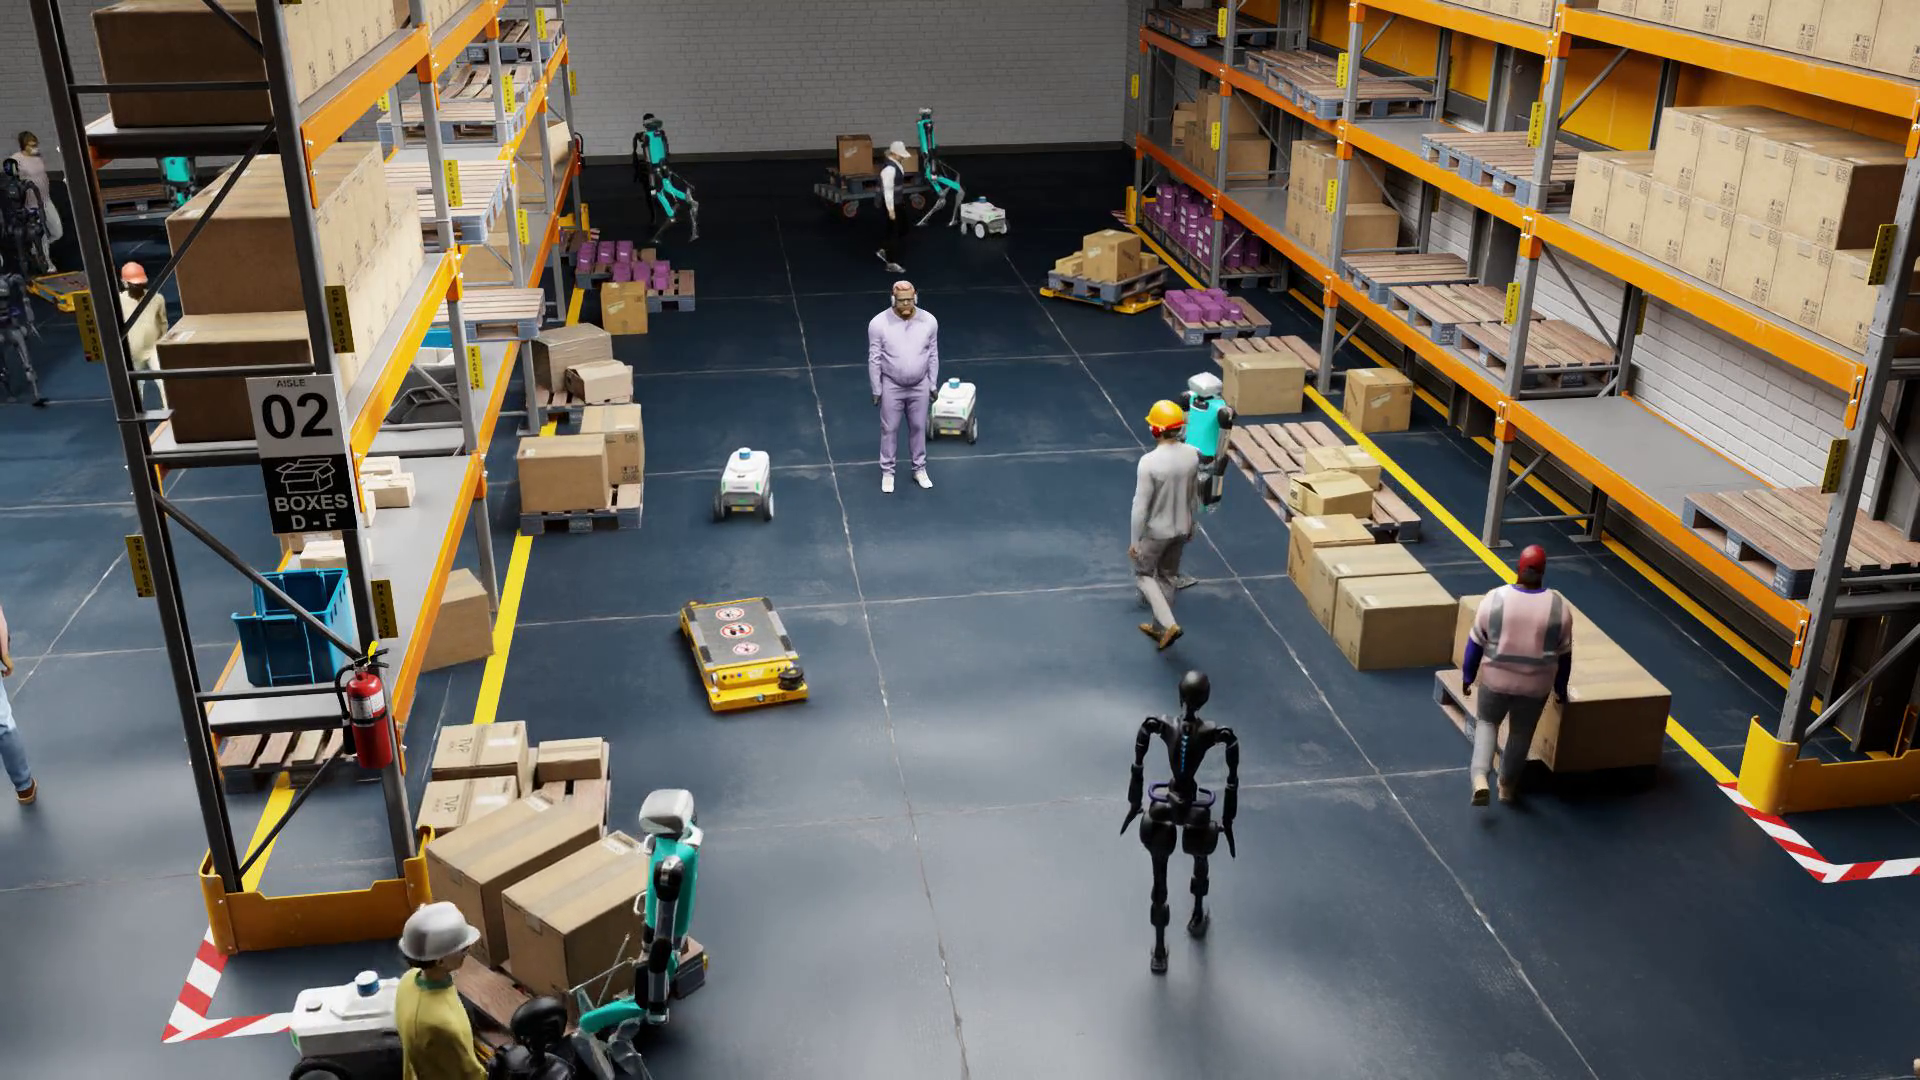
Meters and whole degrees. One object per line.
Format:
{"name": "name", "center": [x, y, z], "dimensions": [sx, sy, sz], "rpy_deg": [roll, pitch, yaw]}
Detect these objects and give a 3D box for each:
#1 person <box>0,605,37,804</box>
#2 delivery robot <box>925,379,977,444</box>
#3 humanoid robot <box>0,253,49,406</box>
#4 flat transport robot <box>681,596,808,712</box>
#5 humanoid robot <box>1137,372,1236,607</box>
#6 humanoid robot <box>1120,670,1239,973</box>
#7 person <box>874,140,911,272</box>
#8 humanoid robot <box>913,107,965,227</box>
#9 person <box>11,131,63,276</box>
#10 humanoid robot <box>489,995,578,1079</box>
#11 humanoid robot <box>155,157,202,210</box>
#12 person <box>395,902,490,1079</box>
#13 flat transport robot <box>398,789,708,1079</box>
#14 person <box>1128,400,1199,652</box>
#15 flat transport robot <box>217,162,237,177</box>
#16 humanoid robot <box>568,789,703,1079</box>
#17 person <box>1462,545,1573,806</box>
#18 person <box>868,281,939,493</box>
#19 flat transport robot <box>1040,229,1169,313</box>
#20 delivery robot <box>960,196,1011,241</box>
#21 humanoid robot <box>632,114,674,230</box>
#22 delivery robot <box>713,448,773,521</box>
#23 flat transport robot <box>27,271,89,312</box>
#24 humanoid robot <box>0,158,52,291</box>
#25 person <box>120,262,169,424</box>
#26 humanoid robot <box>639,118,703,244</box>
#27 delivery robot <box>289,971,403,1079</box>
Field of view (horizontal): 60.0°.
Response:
{"name": "person", "center": [-5.962, 0.732, 9.872], "dimensions": [0.611, 1.990, 0.388], "rpy_deg": [-18, 29, -35]}
{"name": "delivery robot", "center": [-0.061, -1.269, 16.210], "dimensions": [0.499, 0.592, 0.771], "rpy_deg": [3, 24, 8]}
{"name": "humanoid robot", "center": [-9.639, -2.134, 16.814], "dimensions": [0.601, 1.627, 0.741], "rpy_deg": [-22, 32, -40]}
{"name": "flat transport robot", "center": [-1.566, 0.779, 11.904], "dimensions": [0.659, 0.231, 1.431], "rpy_deg": [-7, 25, -16]}
{"name": "humanoid robot", "center": [1.620, -0.322, 12.687], "dimensions": [0.835, 1.859, 0.547], "rpy_deg": [-16, 28, -32]}
{"name": "humanoid robot", "center": [1.147, 1.427, 8.691], "dimensions": [0.606, 1.638, 0.599], "rpy_deg": [5, 24, 12]}
{"name": "person", "center": [-0.876, -4.385, 21.846], "dimensions": [0.534, 1.724, 0.806], "rpy_deg": [6, 25, 14]}
{"name": "humanoid robot", "center": [-0.243, -5.398, 24.189], "dimensions": [0.898, 1.783, 0.578], "rpy_deg": [-6, 24, -14]}
{"name": "person", "center": [-11.970, -4.325, 21.488], "dimensions": [0.523, 1.909, 0.640], "rpy_deg": [3, 24, 7]}
{"name": "humanoid robot", "center": [-1.578, 2.464, 6.326], "dimensions": [0.608, 1.645, 0.376], "rpy_deg": [14, 27, 29]}
{"name": "humanoid robot", "center": [-10.410, -4.660, 22.474], "dimensions": [0.562, 1.723, 1.017], "rpy_deg": [1, 24, 2]}
{"name": "person", "center": [-1.898, 2.234, 6.622], "dimensions": [0.919, 1.849, 0.488], "rpy_deg": [-11, 26, -24]}
{"name": "flat transport robot", "center": [-2.036, 2.310, 8.415], "dimensions": [0.659, 0.231, 1.431], "rpy_deg": [20, 30, 37]}
{"name": "person", "center": [1.483, -0.072, 11.840], "dimensions": [0.581, 1.879, 0.556], "rpy_deg": [-13, 27, -27]}
{"name": "flat transport robot", "center": [-9.941, -4.566, 24.081], "dimensions": [0.659, 0.231, 1.431], "rpy_deg": [-3, 24, -6]}
{"name": "humanoid robot", "center": [-1.505, 1.949, 7.460], "dimensions": [0.784, 1.826, 0.531], "rpy_deg": [-1, 24, -1]}
{"name": "person", "center": [3.319, 0.847, 9.922], "dimensions": [0.615, 1.737, 0.563], "rpy_deg": [8, 25, 18]}
{"name": "person", "center": [-0.487, -1.359, 14.739], "dimensions": [0.641, 1.908, 0.413], "rpy_deg": [-7, 25, -15]}
{"name": "flat transport robot", "center": [1.758, -3.079, 20.693], "dimensions": [1.431, 0.231, 0.659], "rpy_deg": [19, 30, 36]}
{"name": "delivery robot", "center": [0.337, -4.604, 23.820], "dimensions": [0.524, 0.602, 0.774], "rpy_deg": [-18, 29, -35]}
{"name": "humanoid robot", "center": [-4.466, -5.390, 24.243], "dimensions": [0.608, 1.626, 0.759], "rpy_deg": [2, 24, 5]}
{"name": "delivery robot", "center": [-1.863, -0.489, 14.457], "dimensions": [0.499, 0.611, 0.814], "rpy_deg": [0, 24, 0]}
{"name": "flat transport robot", "center": [-11.080, -3.116, 20.776], "dimensions": [0.659, 0.231, 1.431], "rpy_deg": [-22, 32, -40]}
{"name": "humanoid robot", "center": [-11.796, -3.982, 20.980], "dimensions": [0.599, 1.657, 0.315], "rpy_deg": [-3, 24, -8]}
{"name": "person", "center": [-7.939, -1.878, 16.163], "dimensions": [0.551, 1.708, 0.908], "rpy_deg": [-19, 30, -37]}
{"name": "humanoid robot", "center": [-3.957, -4.956, 23.205], "dimensions": [0.985, 1.777, 0.530], "rpy_deg": [8, 25, 18]}
{"name": "delivery robot", "center": [-2.828, 2.350, 7.988], "dimensions": [0.814, 0.611, 0.499], "rpy_deg": [-4, 24, -8]}
